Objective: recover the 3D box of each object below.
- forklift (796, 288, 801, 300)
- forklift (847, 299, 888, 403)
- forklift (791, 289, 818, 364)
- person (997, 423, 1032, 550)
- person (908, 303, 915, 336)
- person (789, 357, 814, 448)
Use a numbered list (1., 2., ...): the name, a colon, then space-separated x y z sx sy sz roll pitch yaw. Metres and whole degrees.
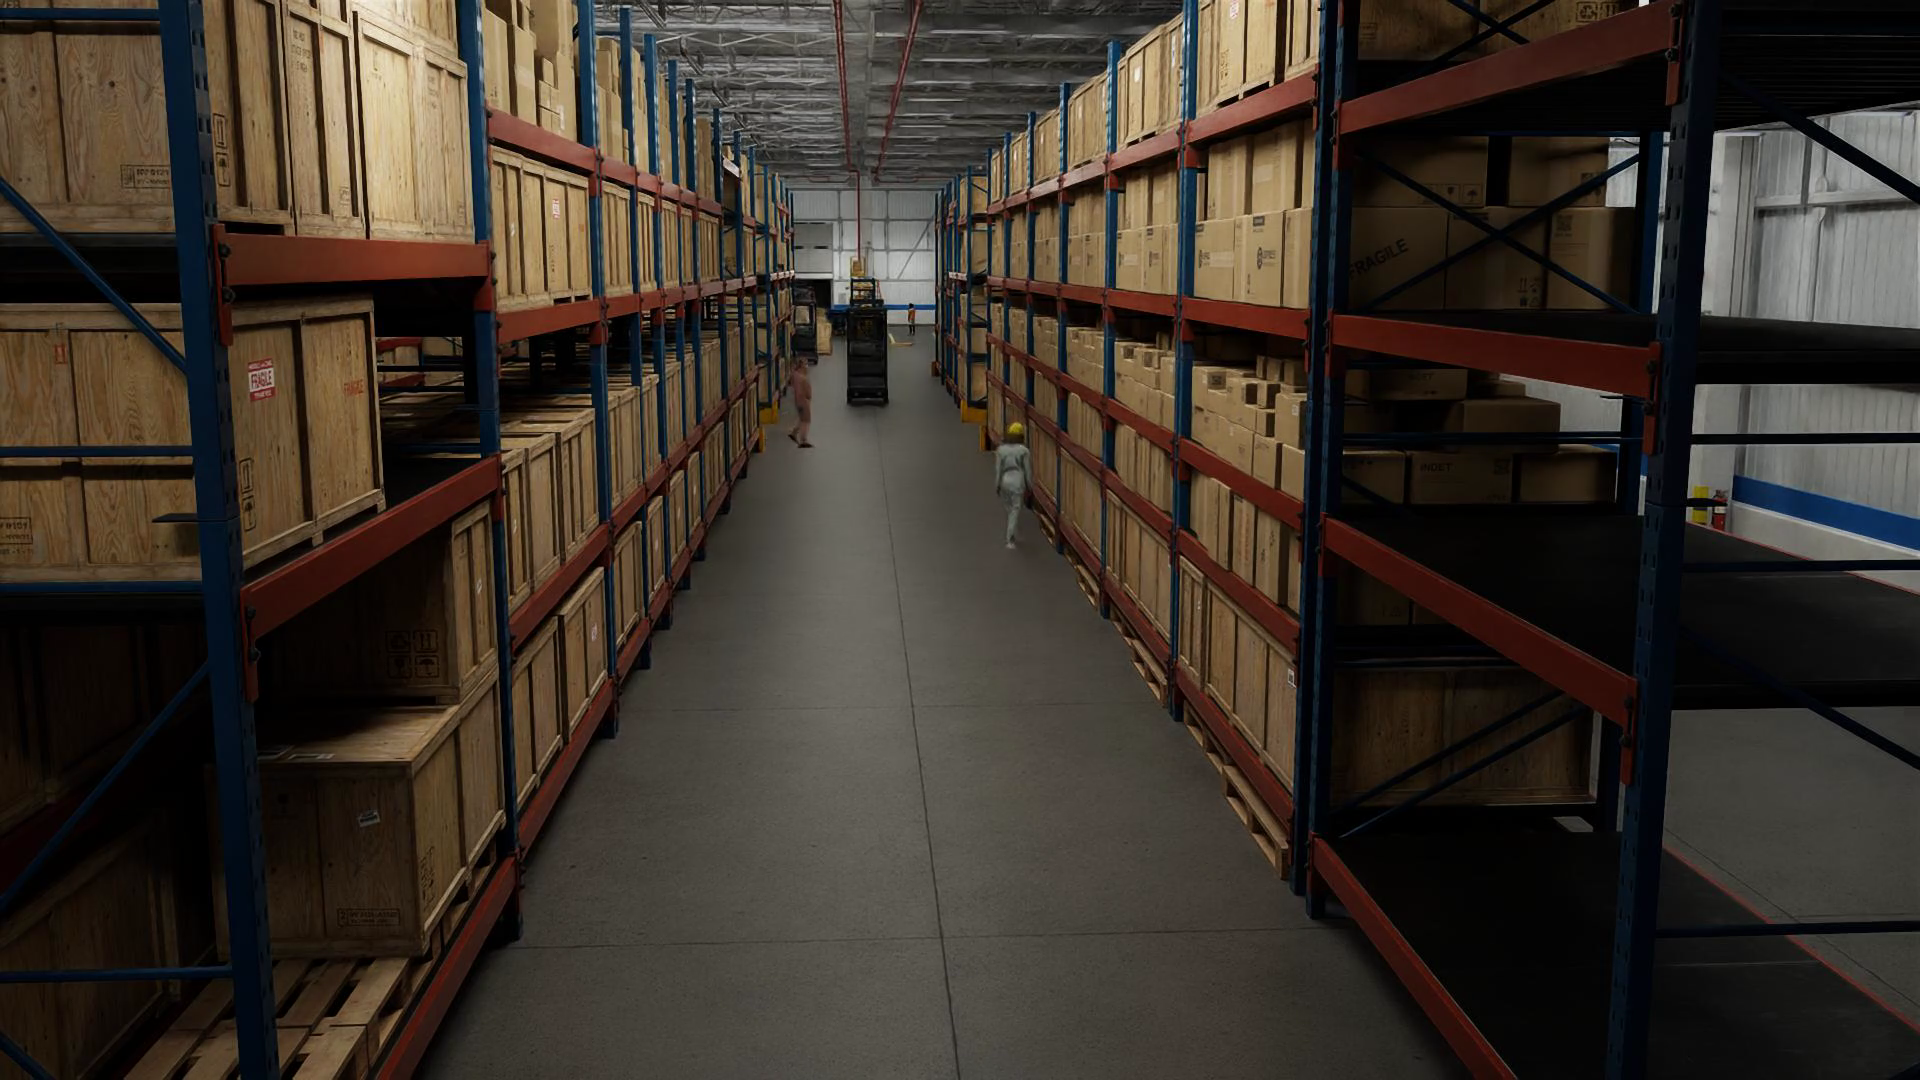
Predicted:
1. forklift: -8.167 -11.076 80.630 1.129 2.768 1.873 -6 11 -31
2. forklift: -2.552 -5.222 45.658 1.129 2.768 1.873 -1 10 -3
3. forklift: -5.926 -8.050 62.552 1.129 2.768 1.873 -1 10 -3
4. person: 0.727 -0.732 22.415 0.498 1.690 0.859 5 11 29
5. person: -2.525 -11.500 86.721 0.321 1.688 0.536 6 11 34
6. person: -3.255 -2.844 34.414 0.461 1.885 0.661 0 10 -3
